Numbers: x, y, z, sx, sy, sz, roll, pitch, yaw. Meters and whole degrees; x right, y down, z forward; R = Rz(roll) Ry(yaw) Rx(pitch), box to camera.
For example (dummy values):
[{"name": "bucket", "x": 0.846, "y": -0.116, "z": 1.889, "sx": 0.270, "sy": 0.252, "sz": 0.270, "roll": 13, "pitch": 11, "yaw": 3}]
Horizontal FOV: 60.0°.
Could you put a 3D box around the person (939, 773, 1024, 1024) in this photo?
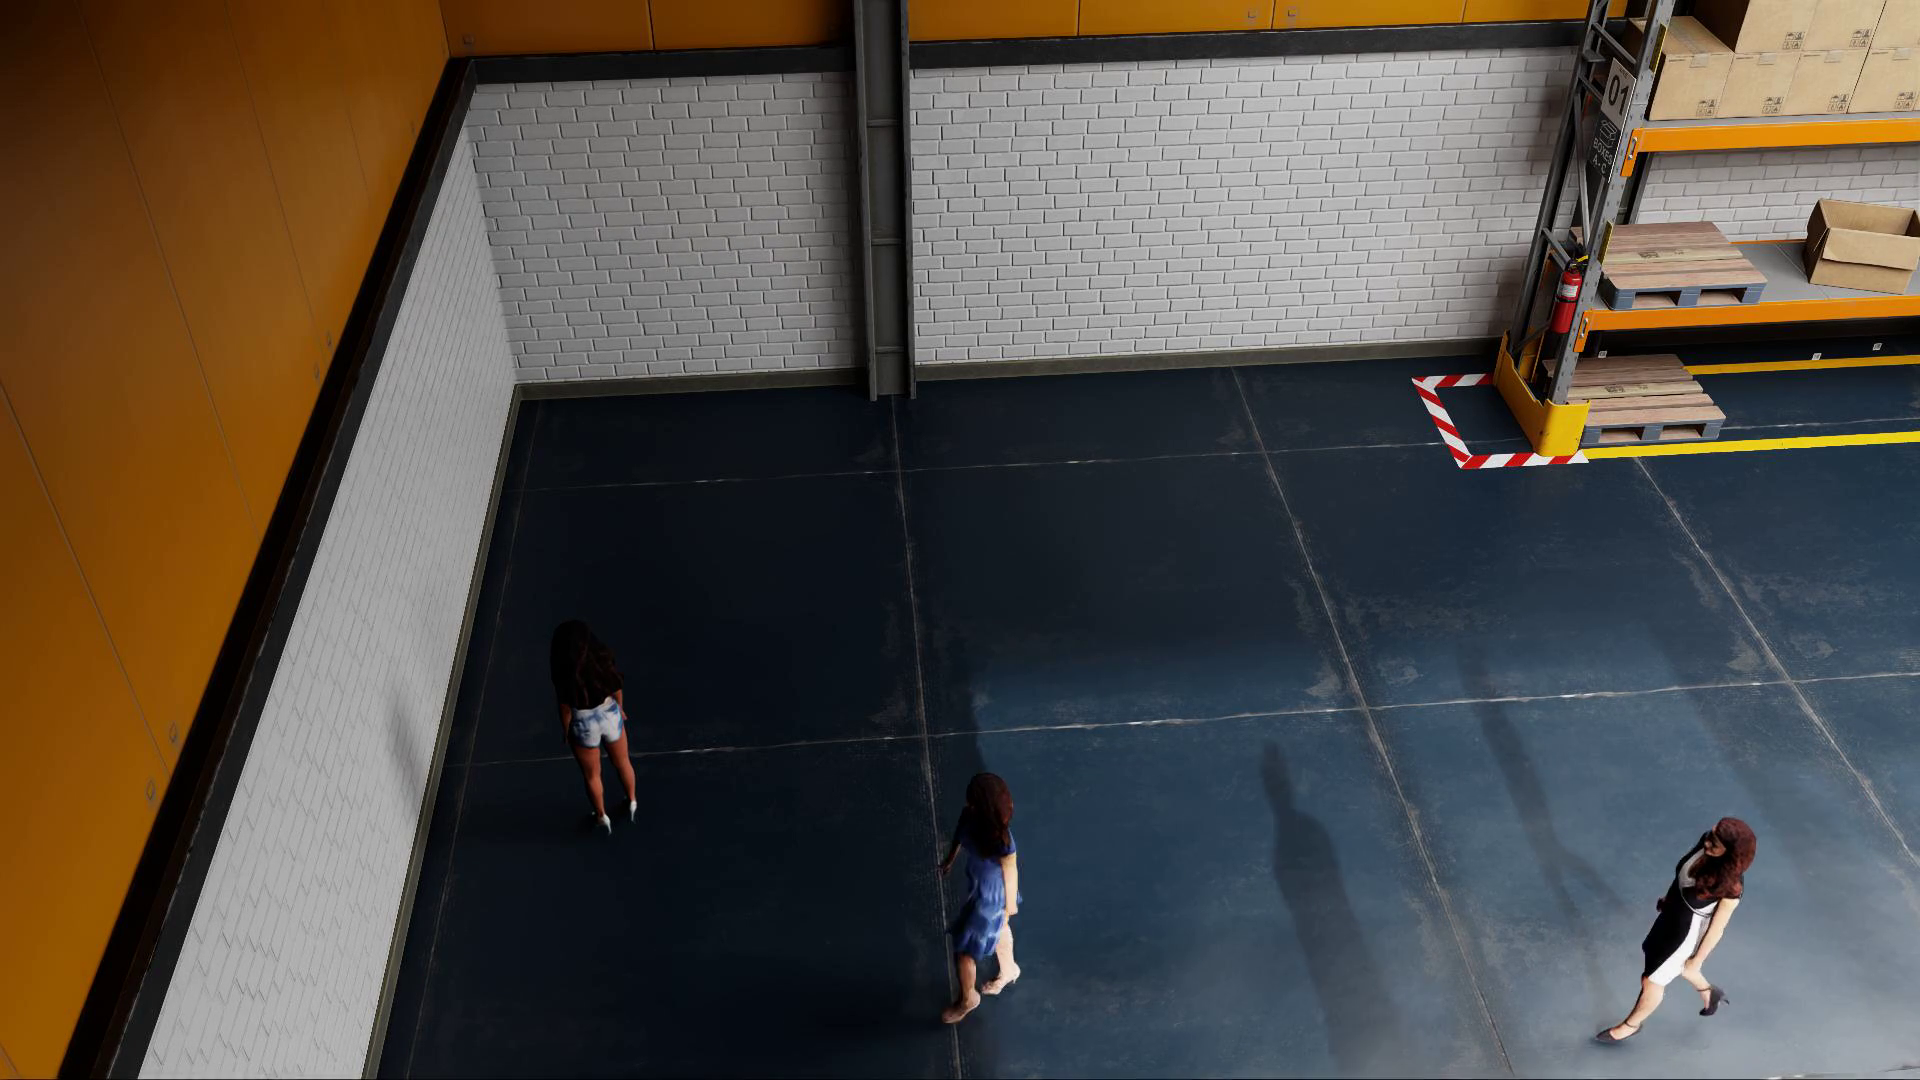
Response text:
[{"name": "person", "x": 0.220, "y": 1.880, "z": 8.938, "sx": 0.831, "sy": 1.783, "sz": 0.726, "roll": -11, "pitch": 40, "yaw": -13}]

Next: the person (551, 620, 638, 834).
[{"name": "person", "x": -2.196, "y": 1.127, "z": 10.009, "sx": 0.638, "sy": 1.623, "sz": 0.726, "roll": -23, "pitch": 44, "yaw": -26}]

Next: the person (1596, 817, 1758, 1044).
[{"name": "person", "x": 3.856, "y": 2.047, "z": 8.728, "sx": 0.937, "sy": 1.784, "sz": 0.701, "roll": 2, "pitch": 39, "yaw": 2}]
